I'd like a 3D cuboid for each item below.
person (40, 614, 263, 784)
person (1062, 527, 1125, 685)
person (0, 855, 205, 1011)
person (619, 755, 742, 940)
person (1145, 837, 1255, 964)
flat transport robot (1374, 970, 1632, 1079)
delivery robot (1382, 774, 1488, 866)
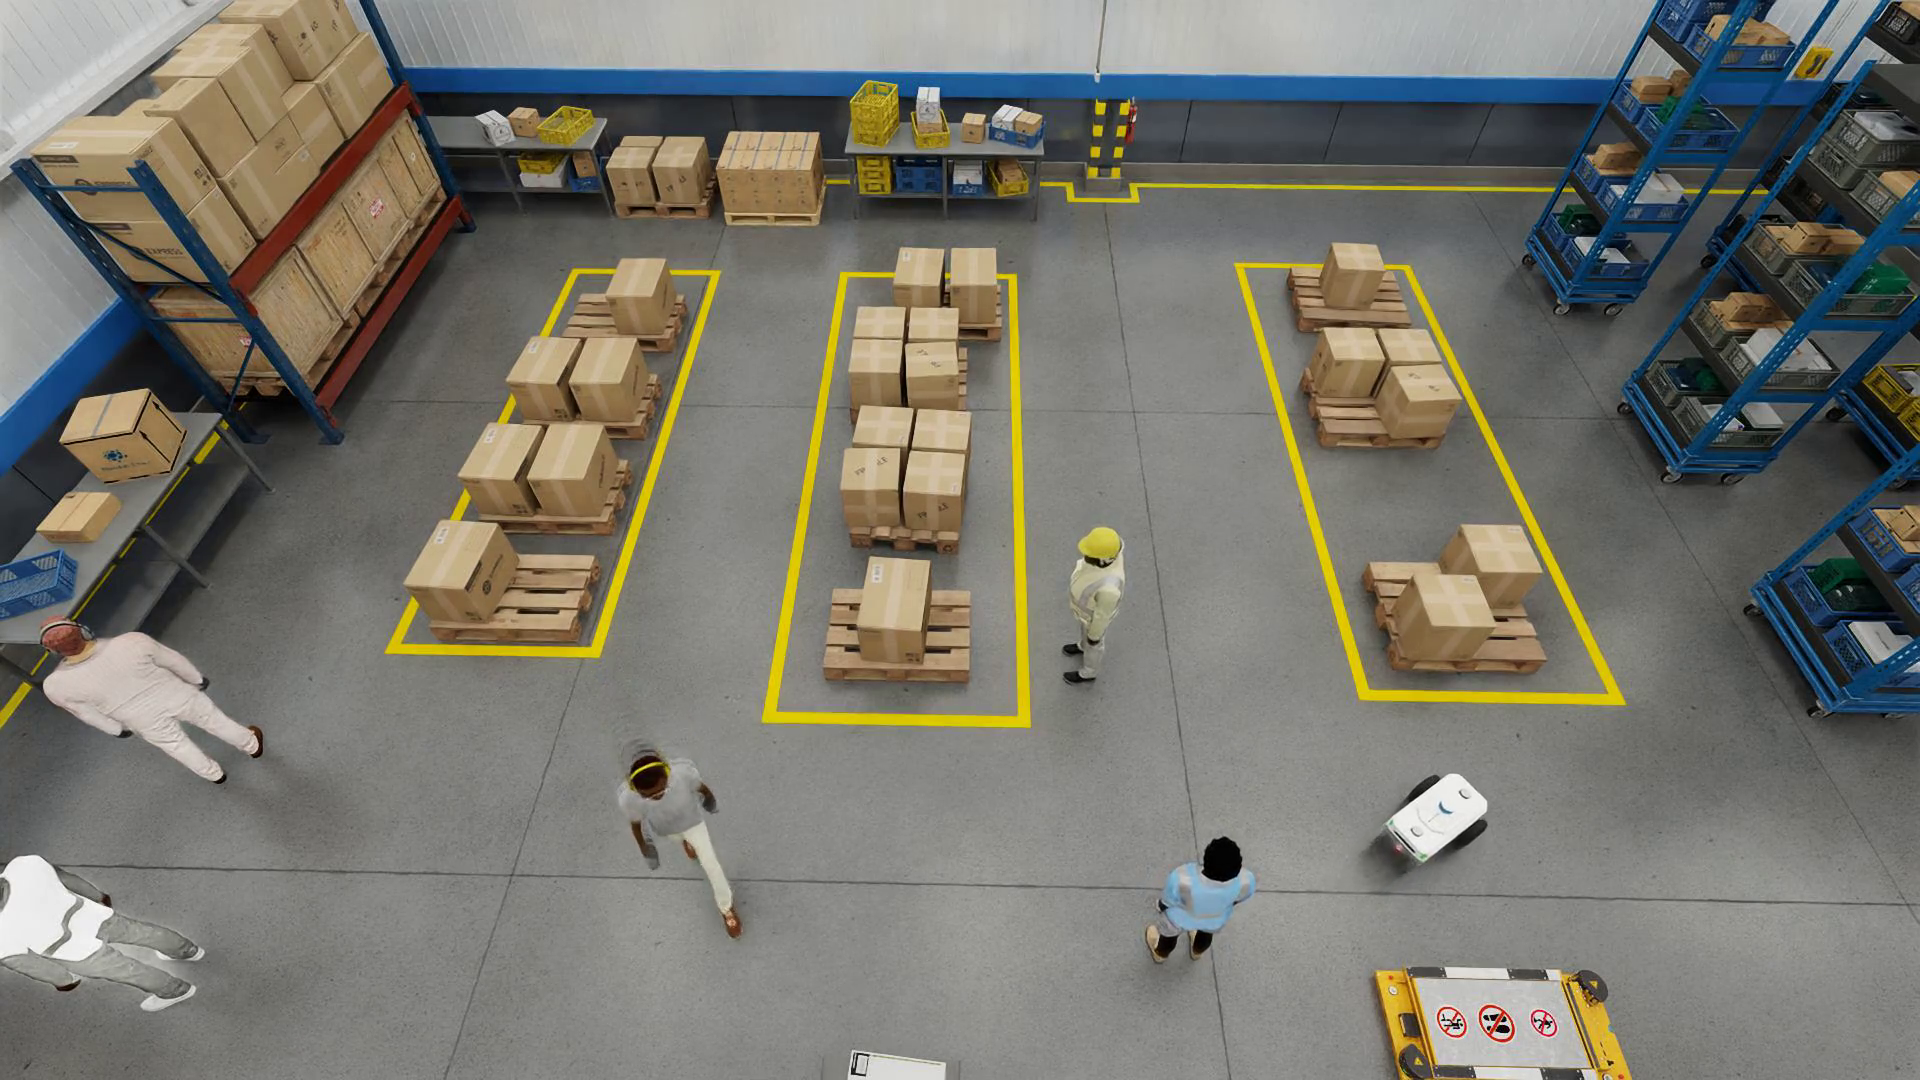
[{"bbox_3d":[-5.729,1.128,6.501,0.409,1.907,0.651,35,59,25],"label":"person"},{"bbox_3d":[1.025,0.509,7.060,0.403,1.827,0.594,2,51,1],"label":"person"},{"bbox_3d":[-5.282,2.366,5.482,0.392,1.922,0.593,-9,51,-7],"label":"person"},{"bbox_3d":[-1.828,1.877,5.949,0.529,1.816,0.991,-16,53,-13],"label":"person"},{"bbox_3d":[1.467,2.274,5.700,0.537,1.696,0.321,-1,51,-1],"label":"person"},{"bbox_3d":[3.501,3.133,5.914,1.431,0.197,0.652,1,51,1],"label":"flat transport robot"},{"bbox_3d":[3.422,2.002,6.596,0.707,0.478,0.477,-26,56,-20],"label":"delivery robot"}]
